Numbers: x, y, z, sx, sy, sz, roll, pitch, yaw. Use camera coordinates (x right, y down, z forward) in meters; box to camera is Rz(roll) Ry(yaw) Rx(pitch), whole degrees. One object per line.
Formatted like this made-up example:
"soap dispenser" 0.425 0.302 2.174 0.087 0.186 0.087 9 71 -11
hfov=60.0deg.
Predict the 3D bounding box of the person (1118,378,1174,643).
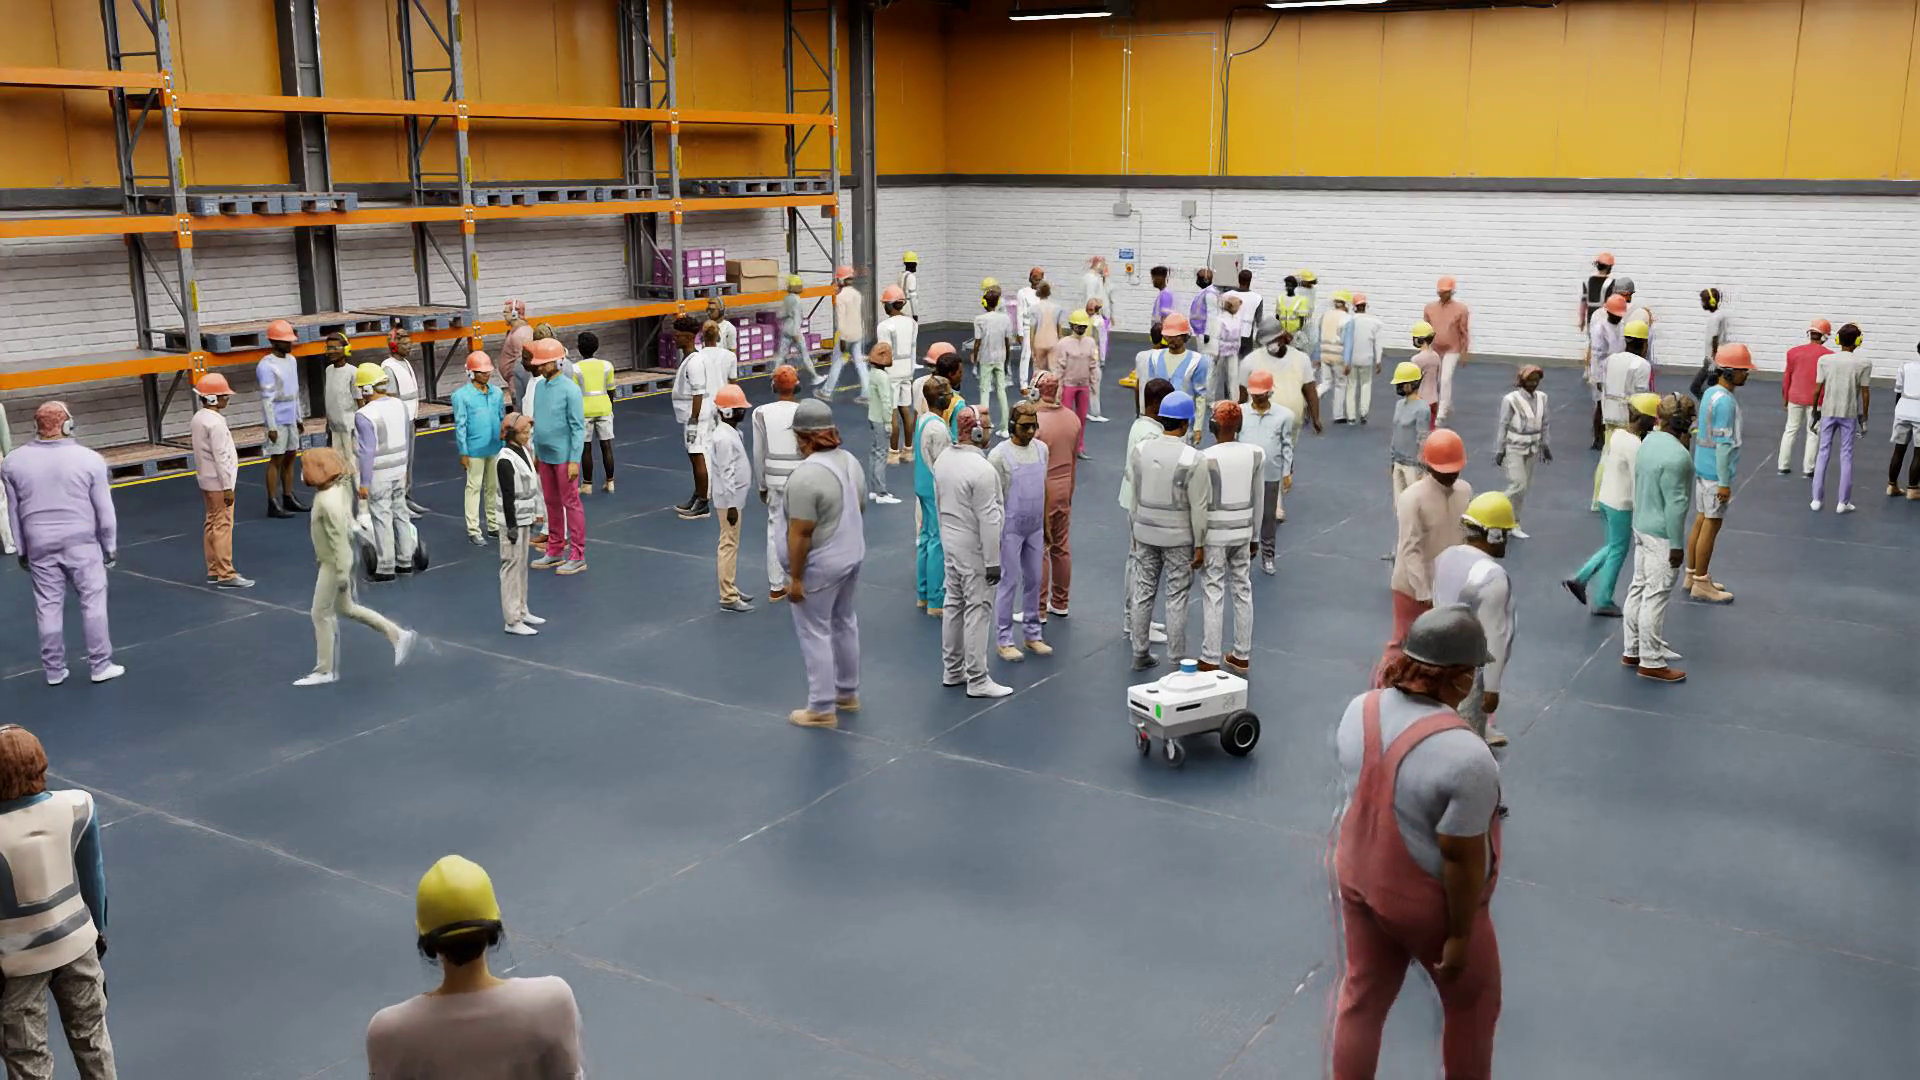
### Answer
"person" 1.349 -0.222 12.048 0.399 1.914 0.590 0 13 1

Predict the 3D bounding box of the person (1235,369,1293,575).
"person" 2.492 -0.567 13.911 0.575 1.741 0.338 2 13 7

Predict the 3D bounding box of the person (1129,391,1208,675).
"person" 1.400 -0.031 11.168 0.606 1.942 0.413 10 16 37

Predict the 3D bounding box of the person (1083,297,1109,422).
"person" 1.748 -2.384 22.023 0.315 1.641 0.514 -8 15 -32

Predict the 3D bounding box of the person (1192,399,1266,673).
"person" 1.773 -0.006 11.177 0.573 1.883 0.353 -6 14 -23

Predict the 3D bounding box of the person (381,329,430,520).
"person" -5.419 -1.125 16.113 0.375 1.843 0.575 -1 13 -4

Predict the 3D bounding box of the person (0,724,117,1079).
"person" -3.097 1.406 5.587 0.309 1.641 0.515 8 15 30

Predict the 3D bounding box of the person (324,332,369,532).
"person" -5.779 -1.013 15.573 0.509 1.872 0.328 8 15 31

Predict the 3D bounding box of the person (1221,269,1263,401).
"person" 3.978 -2.863 23.527 0.601 1.906 0.411 4 14 18

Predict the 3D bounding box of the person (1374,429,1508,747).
"person" 2.816 0.287 9.828 0.620 1.922 0.890 -8 15 -30

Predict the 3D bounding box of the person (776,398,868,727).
"person" -0.873 0.120 10.285 0.538 2.000 0.700 7 15 26

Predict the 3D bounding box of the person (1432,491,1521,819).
"person" 2.531 0.640 8.559 0.745 1.808 0.617 -2 13 -10

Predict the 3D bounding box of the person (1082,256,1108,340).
"person" 2.203 -3.699 27.215 0.547 1.875 0.669 1 13 3

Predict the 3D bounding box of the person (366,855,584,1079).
"person" -1.207 1.669 4.215 0.531 1.741 0.693 -3 13 -12

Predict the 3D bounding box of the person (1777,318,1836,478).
"person" 9.297 -1.551 18.193 0.352 1.740 0.576 -12 17 -41

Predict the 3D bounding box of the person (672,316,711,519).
"person" -2.604 -1.191 16.135 0.368 1.966 0.603 -3 13 -13

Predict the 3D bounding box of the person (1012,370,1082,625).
"person" 0.615 -0.319 12.483 0.409 1.909 0.639 11 17 41

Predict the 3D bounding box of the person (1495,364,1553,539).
"person" 5.148 -0.803 15.209 0.508 1.623 0.379 -8 15 -31

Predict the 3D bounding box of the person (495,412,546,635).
"person" -3.258 -0.129 12.245 0.315 1.639 0.515 0 13 0

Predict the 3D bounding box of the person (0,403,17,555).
"person" -8.543 -0.649 14.502 0.515 1.641 0.308 -10 16 -36

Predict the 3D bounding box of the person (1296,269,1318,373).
"person" 5.544 -3.533 26.863 0.498 1.701 0.586 -9 16 -35

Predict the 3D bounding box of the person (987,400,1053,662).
"person" 0.418 -0.066 11.550 0.518 1.836 0.347 -10 16 -36

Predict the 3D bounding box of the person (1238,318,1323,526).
"person" 3.039 -1.156 15.820 0.701 2.000 0.981 -3 13 -11

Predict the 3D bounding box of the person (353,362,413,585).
"person" -4.745 -0.545 13.640 0.404 1.827 0.586 4 14 16

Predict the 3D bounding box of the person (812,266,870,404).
"person" -1.646 -2.912 23.654 0.953 1.941 0.635 8 15 31

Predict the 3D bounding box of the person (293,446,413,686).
"person" -4.095 0.160 11.083 0.717 1.608 0.520 -5 14 -21

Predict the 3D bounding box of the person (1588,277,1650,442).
"person" 8.027 -2.189 20.302 0.680 2.000 0.536 6 14 25

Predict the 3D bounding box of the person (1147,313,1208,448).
"person" 2.003 -1.113 15.635 0.605 2.042 0.387 8 15 30

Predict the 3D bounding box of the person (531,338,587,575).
"person" -3.393 -0.707 13.984 0.612 1.991 0.384 11 17 39

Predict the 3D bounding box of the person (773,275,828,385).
"person" -2.478 -3.165 25.284 0.913 1.693 0.505 -9 16 -35

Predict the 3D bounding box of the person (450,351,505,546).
"person" -4.313 -0.836 15.062 0.326 1.752 0.563 8 15 31

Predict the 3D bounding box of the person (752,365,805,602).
"person" -1.329 -0.431 13.019 0.576 1.885 0.355 4 13 16

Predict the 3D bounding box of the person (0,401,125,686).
"person" -5.925 0.028 11.017 0.639 1.895 0.393 -3 13 -13

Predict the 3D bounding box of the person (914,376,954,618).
"person" -0.172 -0.331 12.665 0.332 1.845 0.518 -4 14 -18

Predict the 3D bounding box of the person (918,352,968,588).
"person" -0.137 -0.570 13.548 0.370 1.916 0.597 -9 16 -35

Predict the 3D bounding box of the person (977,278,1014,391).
"person" 0.548 -3.109 25.107 0.851 1.676 0.502 -9 16 -35

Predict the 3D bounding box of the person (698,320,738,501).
"person" -2.512 -1.313 16.927 0.519 1.844 0.331 -4 14 -18

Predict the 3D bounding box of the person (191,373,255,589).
"person" -6.018 -0.486 13.543 0.341 1.749 0.572 -10 17 -38

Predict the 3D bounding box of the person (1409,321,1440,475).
"person" 4.898 -1.442 17.683 0.348 1.756 0.518 11 17 41
